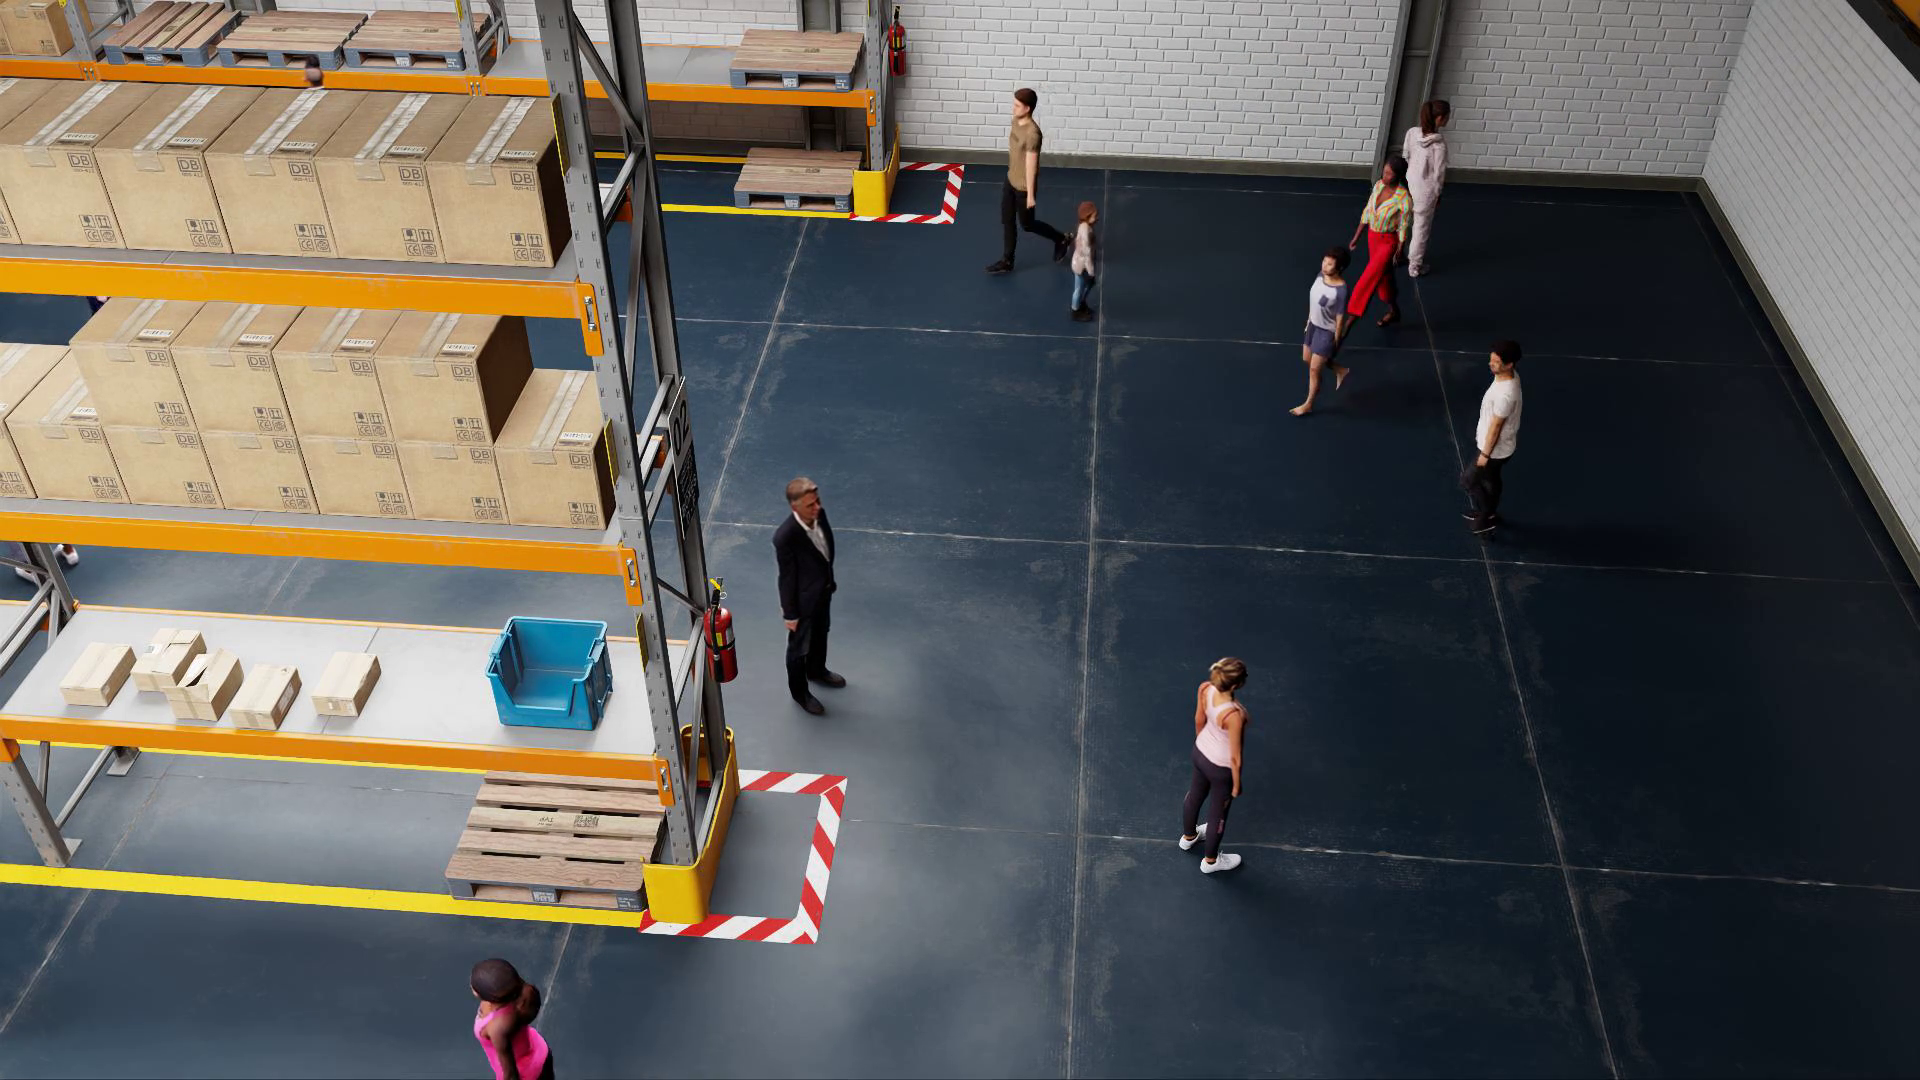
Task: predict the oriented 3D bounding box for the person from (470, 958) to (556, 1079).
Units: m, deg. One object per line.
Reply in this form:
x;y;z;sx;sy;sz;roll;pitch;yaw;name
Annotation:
-2.066;2.611;8.195;1.038;1.702;0.591;5;39;6;person

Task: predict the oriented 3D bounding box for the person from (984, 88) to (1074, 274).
0.666;-3.335;15.537;1.204;1.831;0.968;-13;40;-15;person

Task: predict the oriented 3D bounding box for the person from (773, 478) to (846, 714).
-0.999;0.322;10.972;0.744;1.814;0.778;19;42;22;person

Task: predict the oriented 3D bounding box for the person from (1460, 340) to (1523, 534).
4.020;-0.726;12.370;0.699;1.706;0.722;18;42;21;person

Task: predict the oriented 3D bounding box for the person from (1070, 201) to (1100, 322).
1.070;-2.517;15.028;0.463;1.187;0.493;6;39;7;person

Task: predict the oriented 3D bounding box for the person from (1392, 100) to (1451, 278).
4.307;-3.303;15.612;0.772;1.688;0.721;-25;45;-28;person

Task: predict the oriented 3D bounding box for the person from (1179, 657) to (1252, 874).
1.515;1.310;9.871;0.675;1.643;0.650;-19;42;-22;person

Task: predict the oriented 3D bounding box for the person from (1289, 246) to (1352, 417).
3.079;-1.762;13.792;0.912;1.551;0.757;-13;40;-15;person

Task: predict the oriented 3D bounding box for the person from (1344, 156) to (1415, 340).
3.773;-2.562;14.645;1.215;1.736;1.017;-19;42;-22;person
